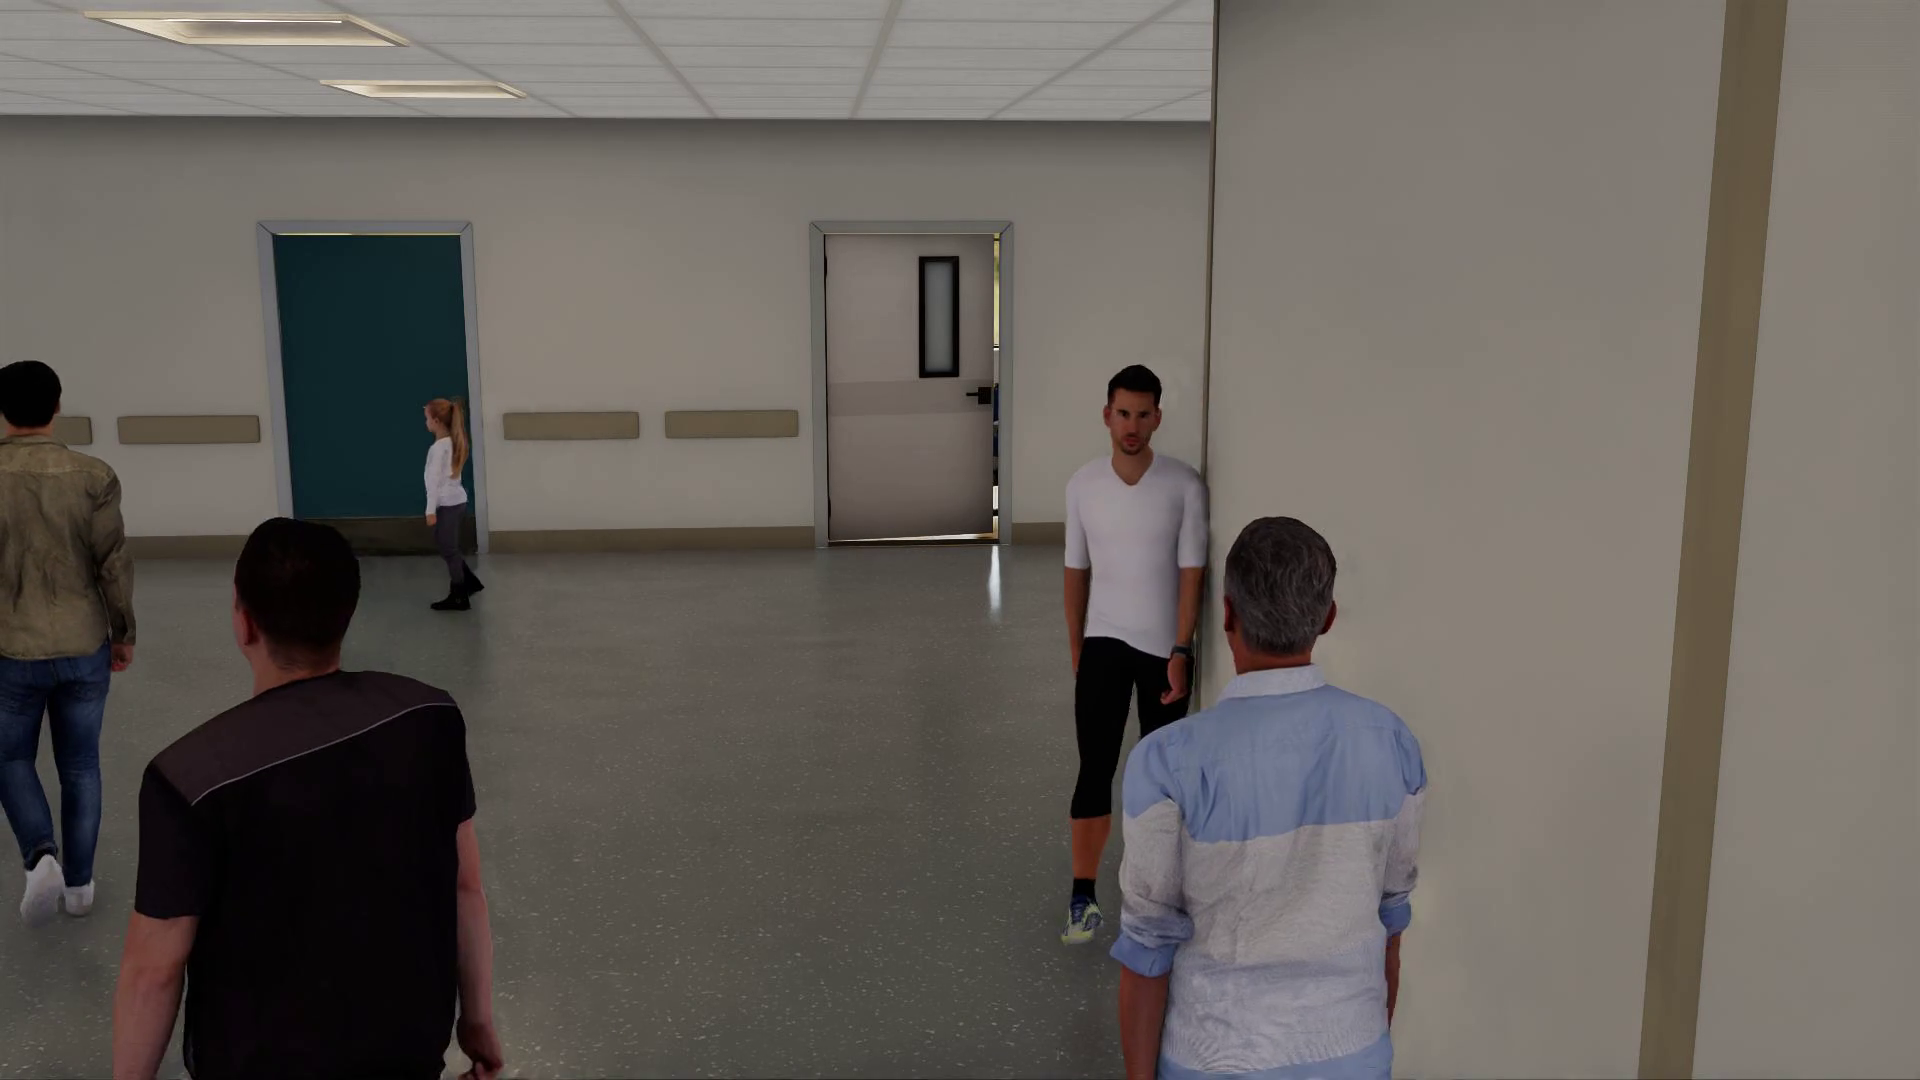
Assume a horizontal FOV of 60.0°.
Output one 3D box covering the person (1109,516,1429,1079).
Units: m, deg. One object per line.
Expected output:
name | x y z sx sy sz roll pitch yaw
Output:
person | 0.529 0.887 2.699 0.756 1.811 0.768 -2 11 -8

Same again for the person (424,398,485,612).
person | -2.985 -0.205 9.909 0.522 1.268 0.498 0 11 -3

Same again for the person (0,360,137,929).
person | -2.939 0.364 5.334 0.937 1.856 0.966 -7 13 -31

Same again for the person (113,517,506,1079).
person | -0.952 0.907 2.633 1.280 1.796 1.200 8 13 36

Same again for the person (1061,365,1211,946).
person | 0.620 0.356 5.526 1.226 1.800 0.987 3 11 17
